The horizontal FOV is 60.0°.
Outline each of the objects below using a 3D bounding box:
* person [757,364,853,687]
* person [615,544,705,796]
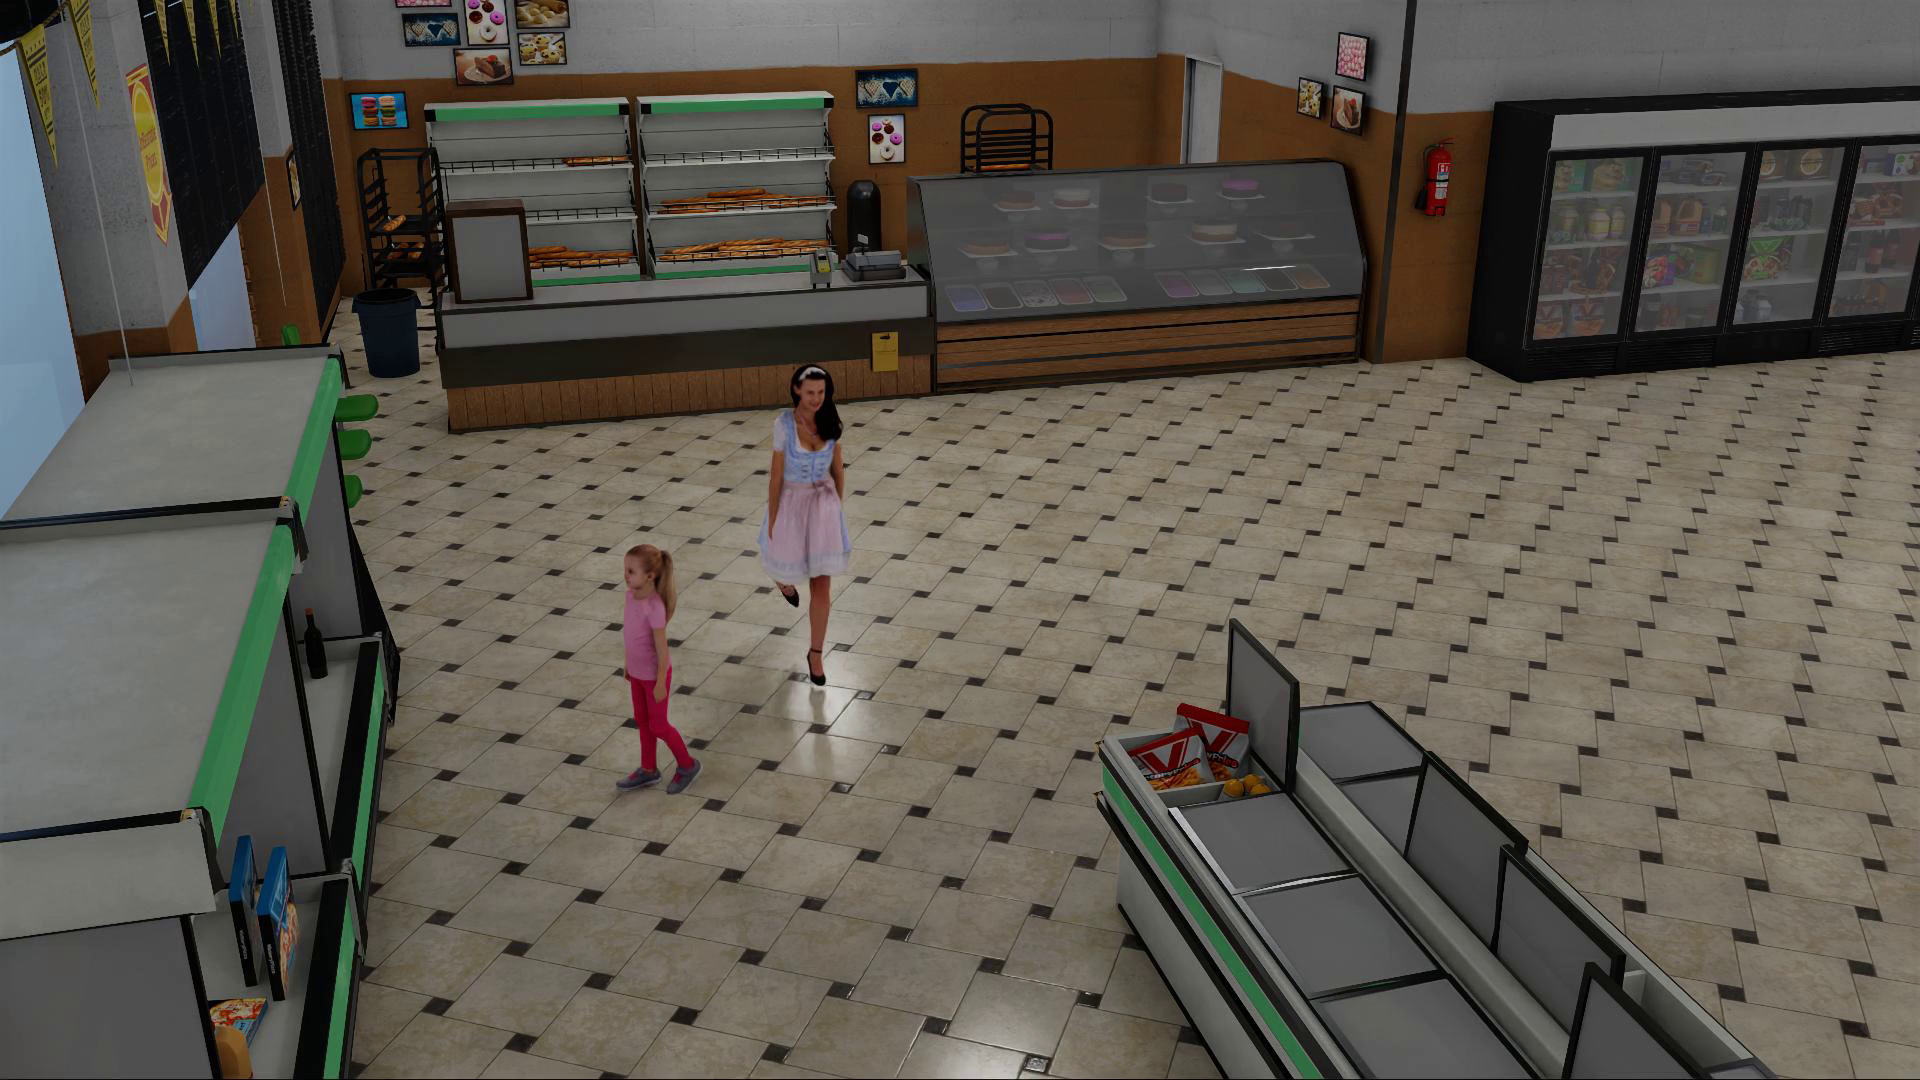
[{"bbox_3d":[-0.872,-0.112,9.066,0.695,1.774,1.104,-9,24,-21],"label":"person"},{"bbox_3d":[-1.460,0.601,7.945,0.665,1.286,0.639,-16,27,-34],"label":"person"}]
